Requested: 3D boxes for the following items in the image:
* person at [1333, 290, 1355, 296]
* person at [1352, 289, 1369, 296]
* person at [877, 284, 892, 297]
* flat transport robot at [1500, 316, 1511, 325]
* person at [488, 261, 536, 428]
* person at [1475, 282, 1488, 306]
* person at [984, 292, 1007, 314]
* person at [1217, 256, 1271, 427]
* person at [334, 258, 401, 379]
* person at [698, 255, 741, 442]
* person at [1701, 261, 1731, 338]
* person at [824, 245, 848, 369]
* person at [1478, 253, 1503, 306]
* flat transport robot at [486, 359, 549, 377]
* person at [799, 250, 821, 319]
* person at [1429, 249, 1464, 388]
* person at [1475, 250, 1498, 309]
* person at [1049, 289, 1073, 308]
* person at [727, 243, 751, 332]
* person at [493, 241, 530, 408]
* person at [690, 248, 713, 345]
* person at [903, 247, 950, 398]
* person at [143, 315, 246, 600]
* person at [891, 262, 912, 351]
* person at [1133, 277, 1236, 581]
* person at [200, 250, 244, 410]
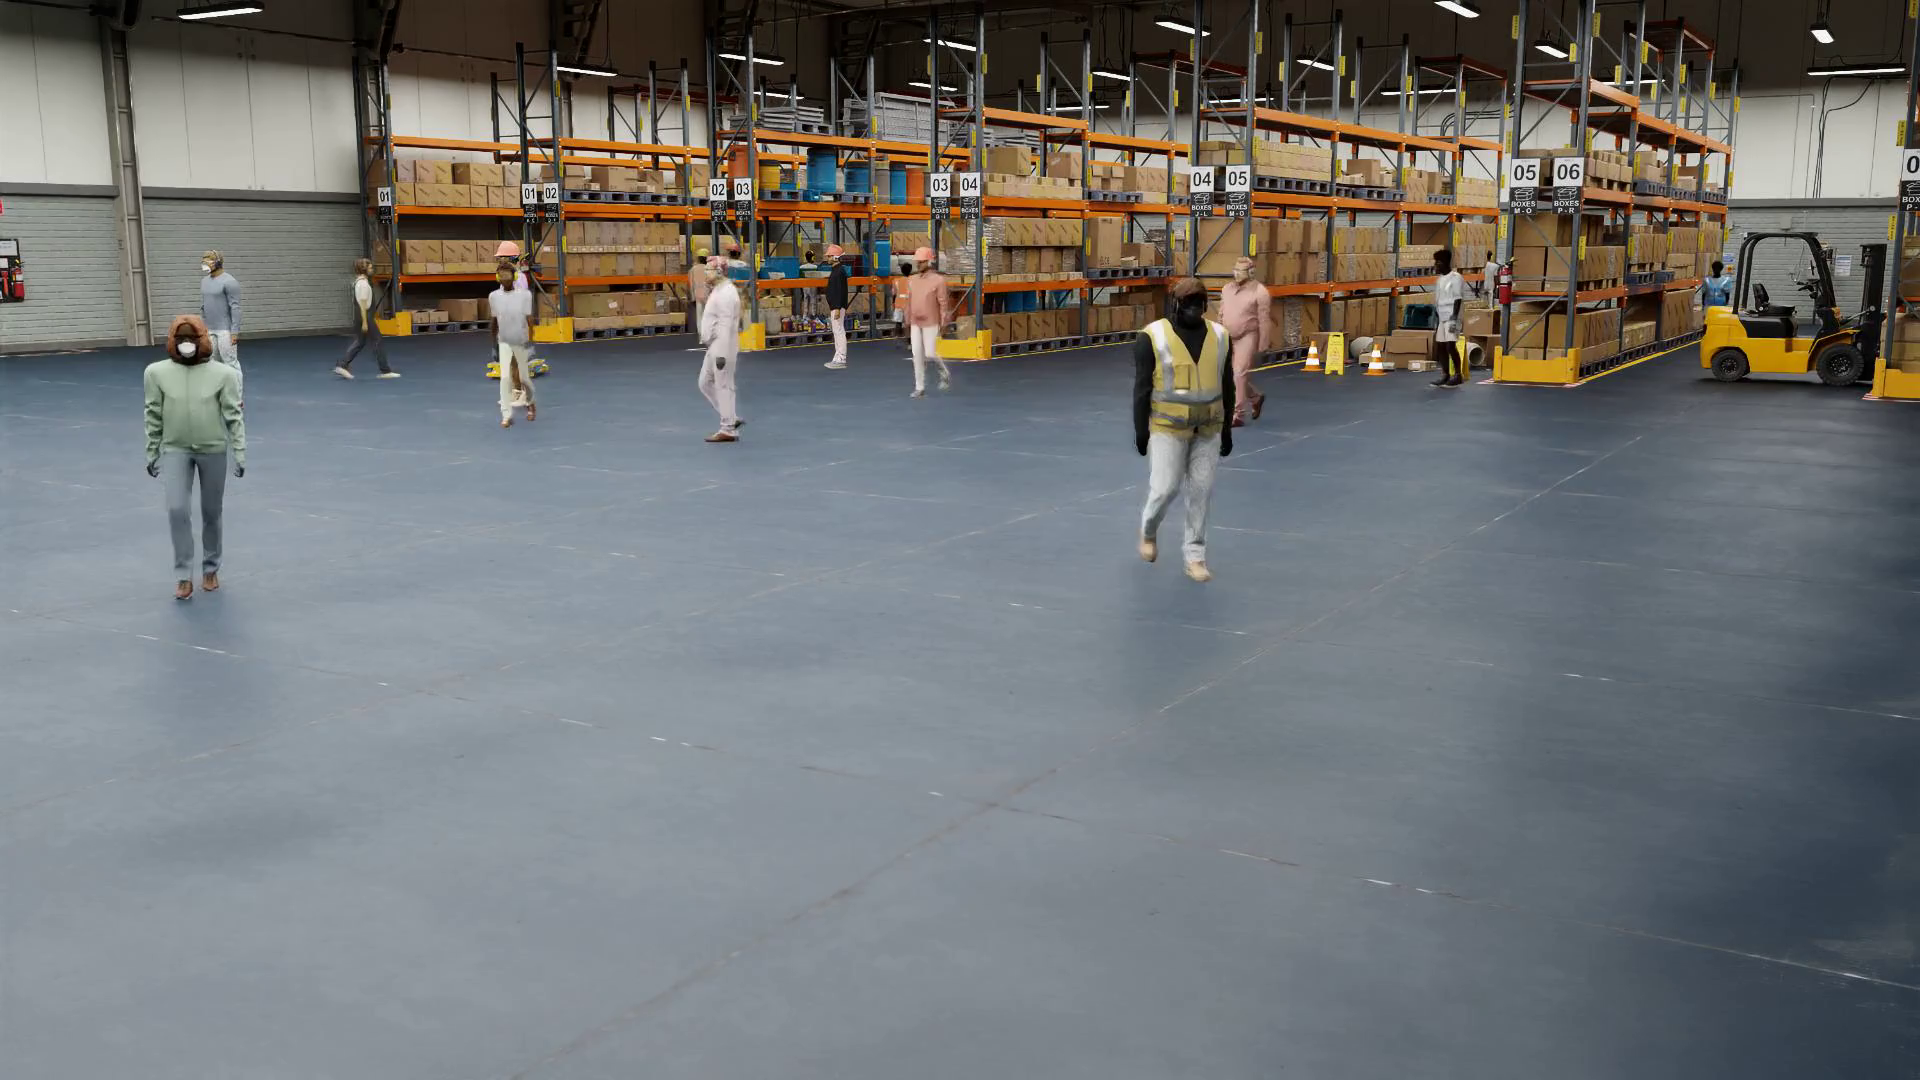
[{"bbox_3d":[8.792,-5.725,38.143,0.639,1.905,0.842,4,11,20],"label":"person"},{"bbox_3d":[9.797,-6.310,41.034,0.697,2.000,1.049,5,11,28],"label":"person"},{"bbox_3d":[-2.169,-7.339,47.130,0.568,1.920,0.517,6,12,31],"label":"person"},{"bbox_3d":[13.262,-5.392,40.848,0.652,0.197,1.431,0,10,1],"label":"flat transport robot"},{"bbox_3d":[-4.971,-2.195,18.578,0.506,1.839,0.832,-1,10,-4],"label":"person"},{"bbox_3d":[13.524,-6.462,42.591,0.785,1.792,0.689,-3,10,-14],"label":"person"},{"bbox_3d":[0.776,-5.548,36.923,0.610,1.985,0.393,6,12,29],"label":"person"},{"bbox_3d":[3.170,-2.207,18.486,0.769,1.879,0.643,-8,13,-39],"label":"person"},{"bbox_3d":[-8.896,-3.287,24.761,0.924,1.810,0.523,-6,12,-29],"label":"person"},{"bbox_3d":[-2.458,-1.938,16.941,0.431,1.894,0.669,-3,10,-14],"label":"person"},{"bbox_3d":[14.526,-4.517,32.016,0.545,1.661,0.785,6,12,30],"label":"person"},{"bbox_3d":[-2.004,-3.775,26.961,0.375,1.995,0.609,-2,10,-12],"label":"person"},{"bbox_3d":[13.296,-6.353,41.704,0.638,1.890,0.814,-2,10,-10],"label":"person"},{"bbox_3d":[-6.747,-2.629,25.372,0.652,0.197,1.431,0,10,-3],"label":"flat transport robot"},{"bbox_3d":[-3.243,-5.352,36.141,0.519,1.874,0.326,5,11,26],"label":"person"},{"bbox_3d":[6.826,-3.102,23.325,0.495,1.944,0.643,-2,10,-10],"label":"person"},{"bbox_3d":[12.418,-5.897,39.242,0.510,1.860,0.334,2,10,14],"label":"person"},{"bbox_3d":[2.374,-5.809,39.026,0.560,1.775,0.998,3,11,19],"label":"person"},{"bbox_3d":[-4.611,-5.146,34.596,0.647,2.006,0.930,4,11,22],"label":"person"},{"bbox_3d":[-5.519,-2.647,20.508,0.377,2.045,0.605,-7,12,-33],"label":"person"},{"bbox_3d":[-5.089,-4.861,33.260,0.609,1.911,0.501,4,11,21],"label":"person"},{"bbox_3d":[-0.432,-2.858,21.878,0.619,1.977,0.589,7,12,32],"label":"person"},{"bbox_3d":[-4.363,-0.469,9.490,0.533,1.604,0.706,-4,11,-21],"label":"person"},{"bbox_3d":[-1.045,-4.367,31.169,0.533,1.669,0.686,2,10,9],"label":"person"},{"bbox_3d":[1.355,-0.678,10.100,0.631,1.830,0.528,-3,10,-14],"label":"person"},{"bbox_3d":[-8.959,-2.531,20.149,0.637,1.938,0.355,6,12,30],"label":"person"}]
